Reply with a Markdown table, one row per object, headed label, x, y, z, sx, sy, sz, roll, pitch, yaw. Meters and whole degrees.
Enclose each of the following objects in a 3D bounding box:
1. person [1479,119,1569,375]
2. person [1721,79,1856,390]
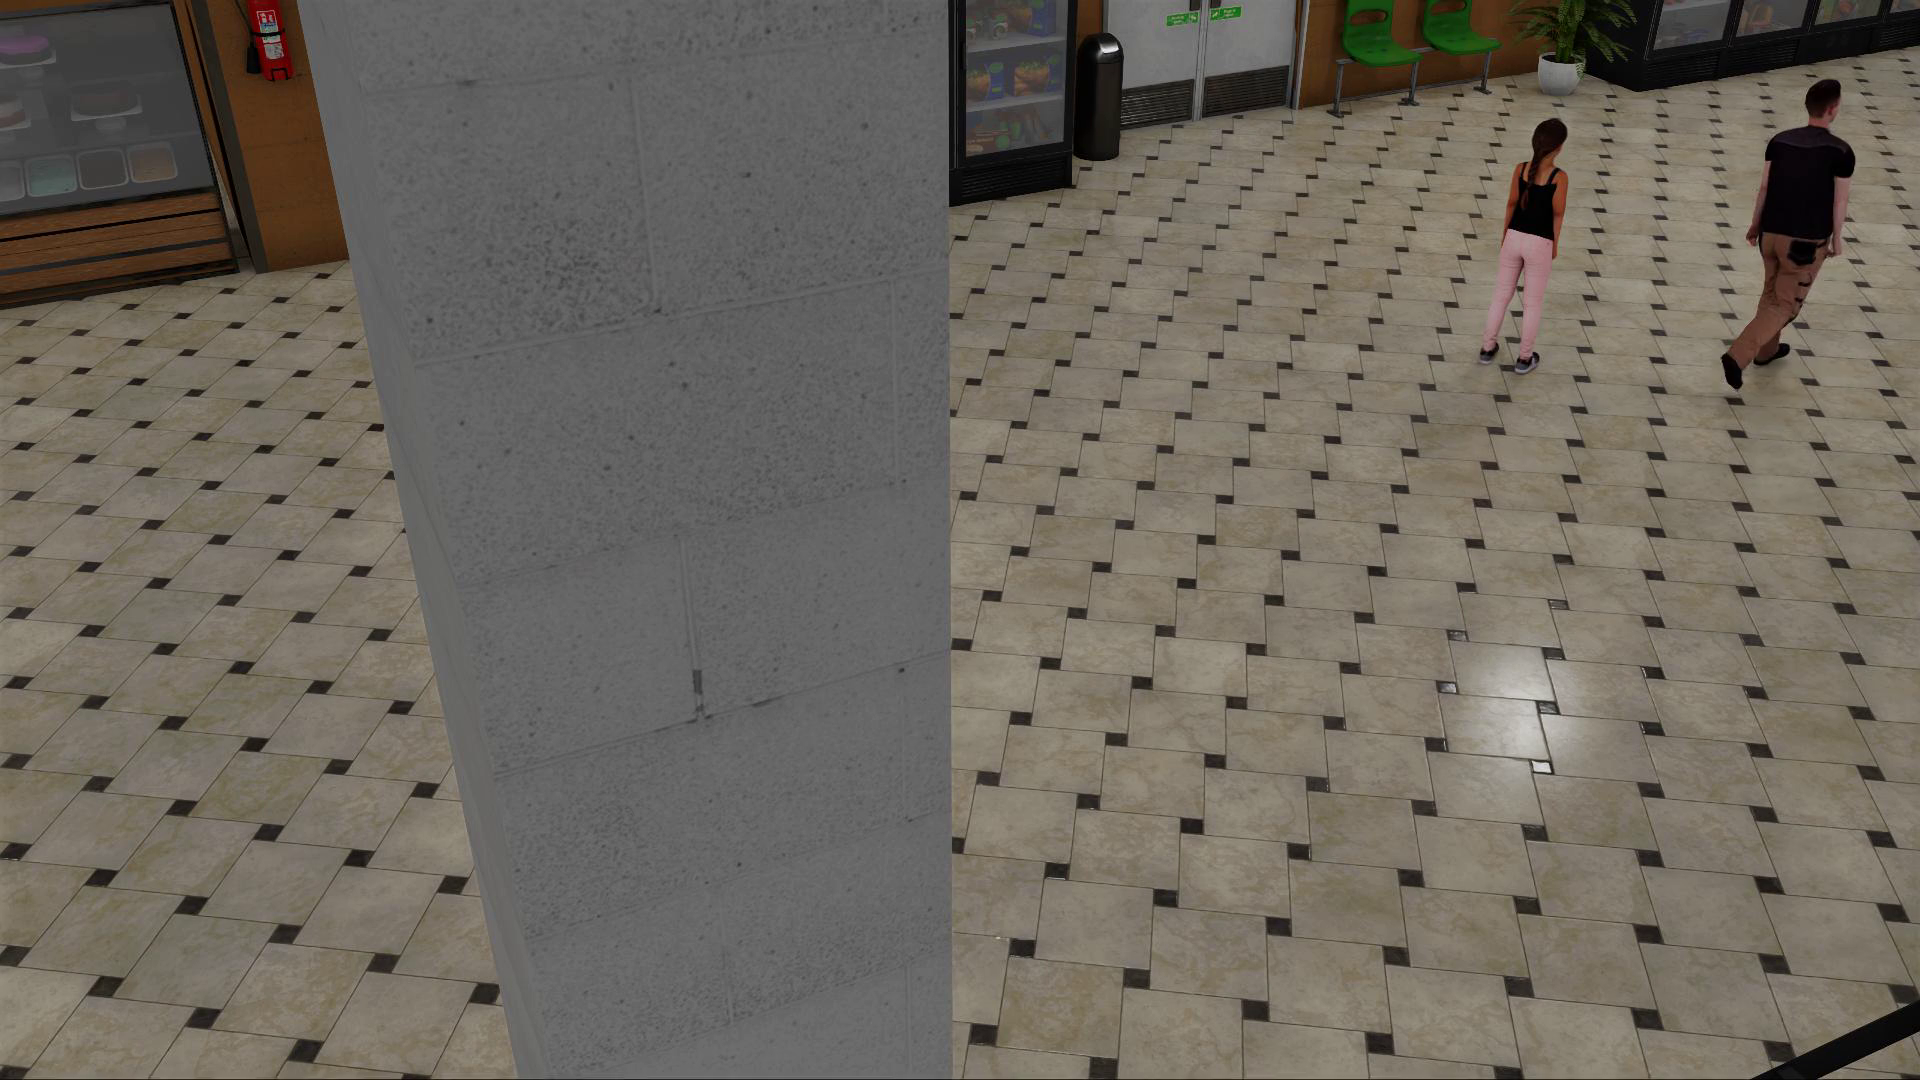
| label | x | y | z | sx | sy | sz | roll | pitch | yaw |
| --- | --- | --- | --- | --- | --- | --- | --- | --- | --- |
| person | 3.451 | -1.783 | 10.102 | 0.548 | 1.562 | 0.645 | 23 | 39 | 32 |
| person | 4.878 | -1.777 | 9.856 | 0.810 | 1.812 | 1.060 | -17 | 36 | -25 |
